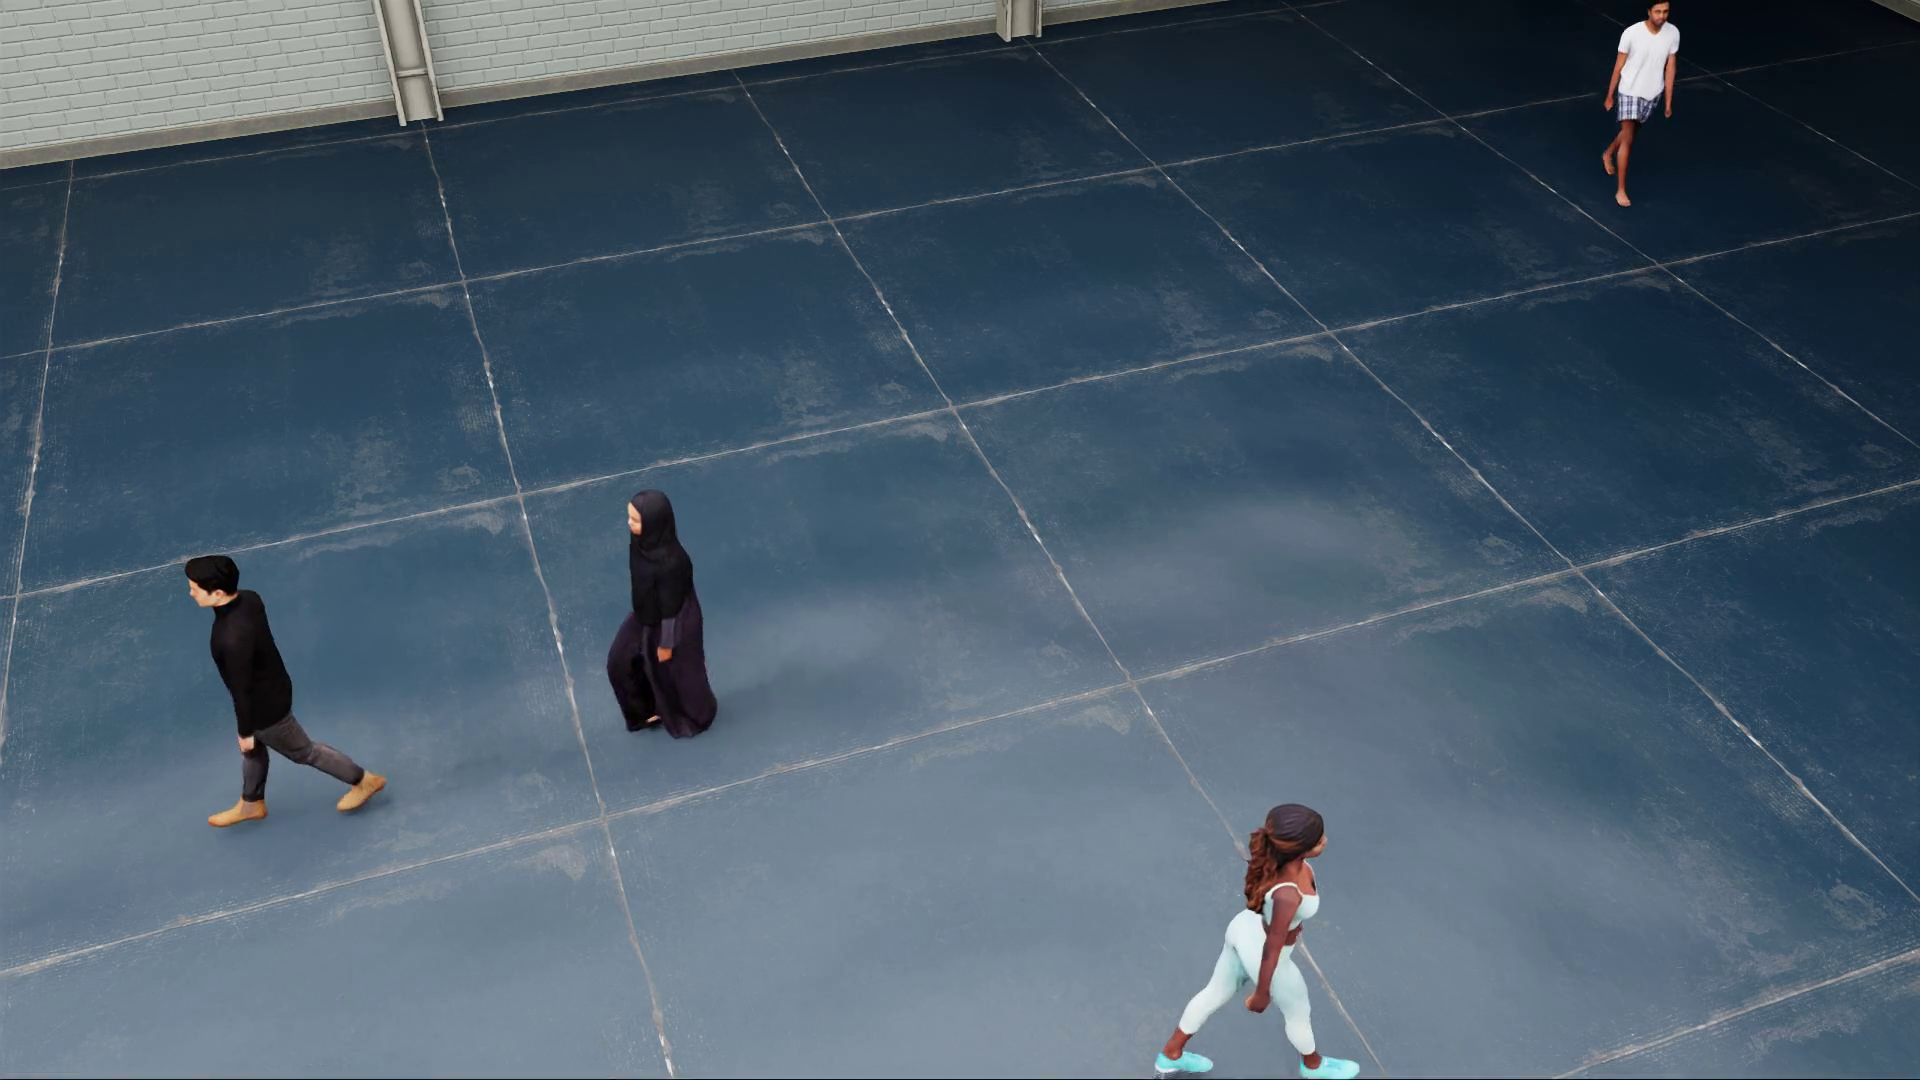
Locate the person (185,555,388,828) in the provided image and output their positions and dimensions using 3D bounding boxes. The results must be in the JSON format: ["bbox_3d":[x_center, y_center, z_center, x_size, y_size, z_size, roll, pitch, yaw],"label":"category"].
[{"bbox_3d":[-3.325,0.749,8.126,1.105,1.698,0.660,-12,40,-15],"label":"person"}]

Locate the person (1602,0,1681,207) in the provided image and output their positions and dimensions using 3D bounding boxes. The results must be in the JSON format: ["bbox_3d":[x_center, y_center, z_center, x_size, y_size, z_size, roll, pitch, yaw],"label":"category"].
[{"bbox_3d":[5.641,-3.747,13.877,1.125,1.694,0.915,-2,38,-3],"label":"person"}]

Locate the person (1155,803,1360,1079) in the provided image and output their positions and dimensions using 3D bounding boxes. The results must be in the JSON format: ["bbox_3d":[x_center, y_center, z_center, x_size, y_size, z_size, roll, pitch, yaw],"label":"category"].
[{"bbox_3d":[1.177,1.720,6.900,1.182,1.680,0.832,0,38,0],"label":"person"}]

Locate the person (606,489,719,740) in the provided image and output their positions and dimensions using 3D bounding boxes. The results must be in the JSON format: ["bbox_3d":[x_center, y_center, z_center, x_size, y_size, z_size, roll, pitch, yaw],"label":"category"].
[{"bbox_3d":[-1.465,0.370,8.681,0.842,1.612,0.719,-24,44,-27],"label":"person"}]
